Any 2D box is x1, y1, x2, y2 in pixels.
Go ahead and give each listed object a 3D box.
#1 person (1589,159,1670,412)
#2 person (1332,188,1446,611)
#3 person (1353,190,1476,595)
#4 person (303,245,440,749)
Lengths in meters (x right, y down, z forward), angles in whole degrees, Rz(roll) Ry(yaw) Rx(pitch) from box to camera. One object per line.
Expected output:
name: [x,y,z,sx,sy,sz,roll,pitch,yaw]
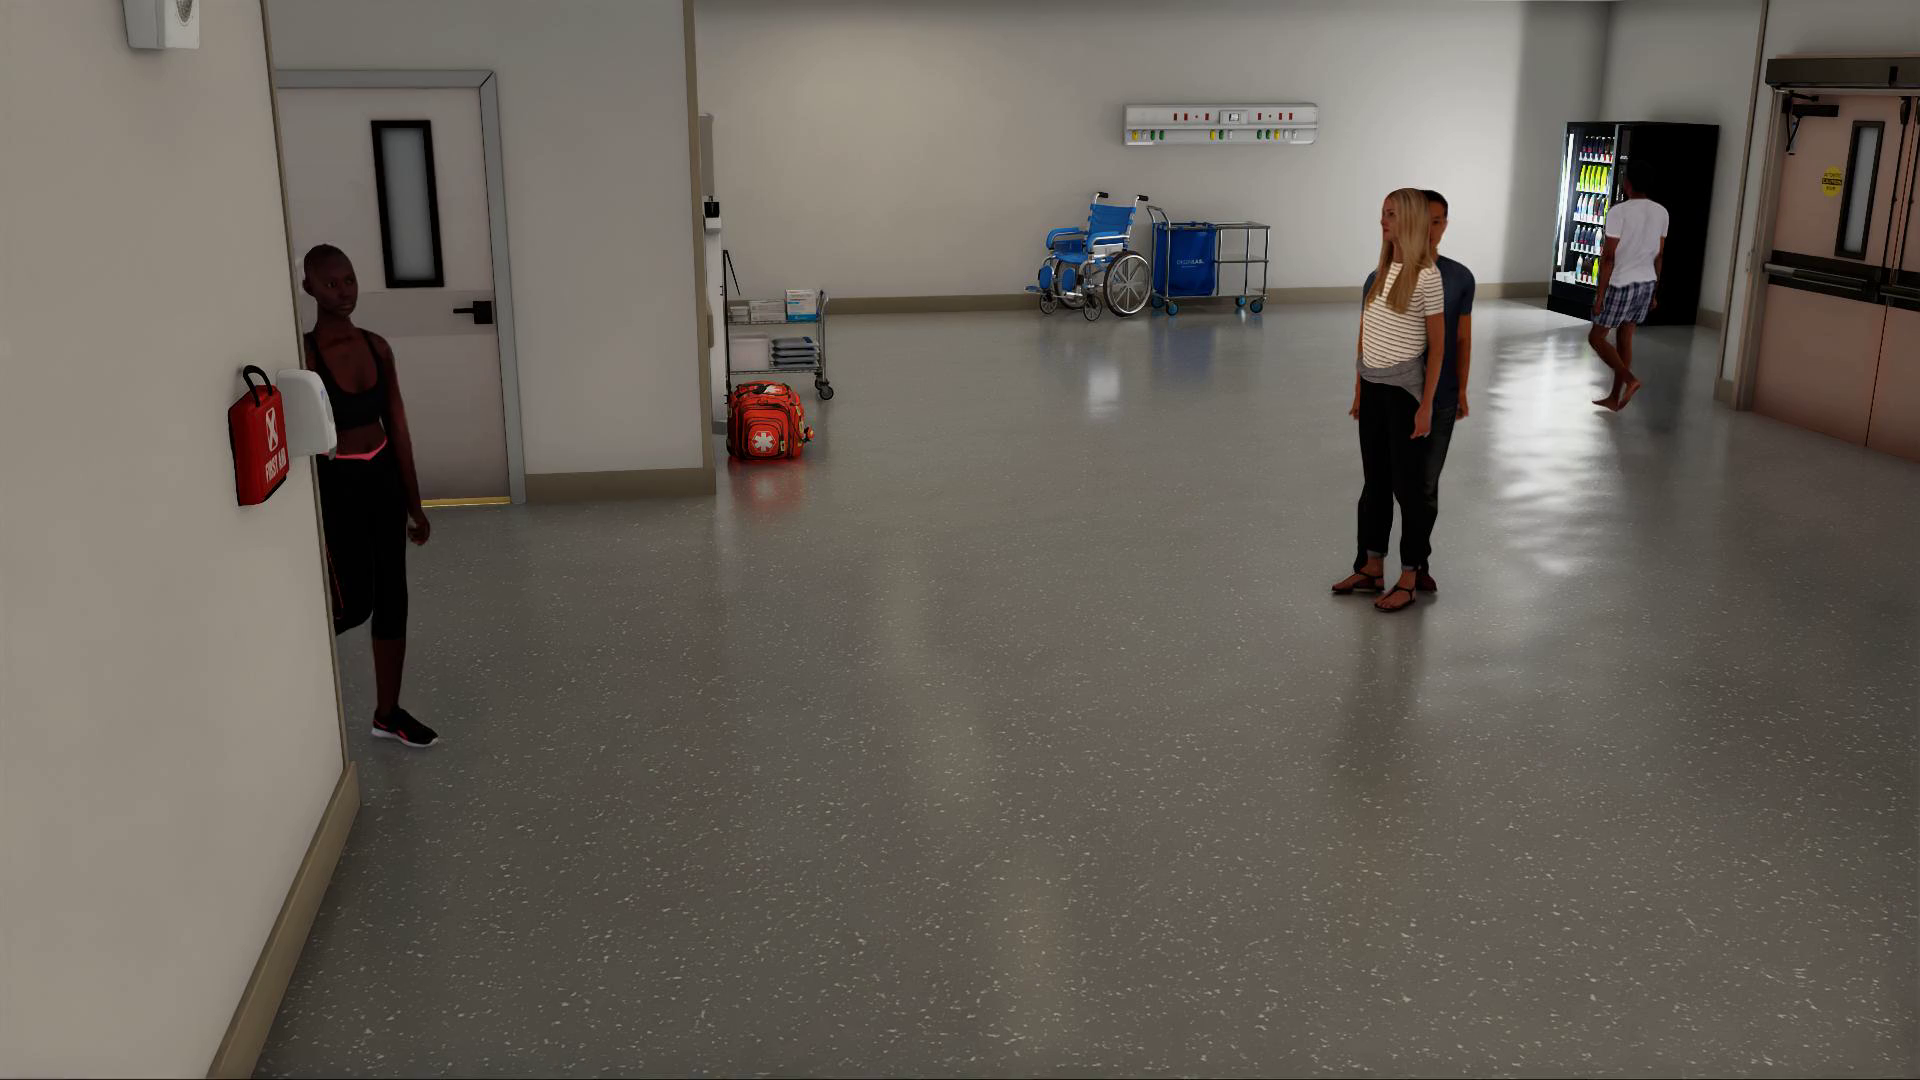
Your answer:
person: [4.586,-1.699,11.339,0.687,1.717,0.807,-4,16,-15]
person: [1.916,-0.613,7.286,0.735,1.826,0.569,-8,18,-26]
person: [2.024,-0.650,7.451,0.699,1.807,0.598,0,16,1]
person: [-2.150,-0.133,5.731,0.951,1.745,0.908,9,18,29]
